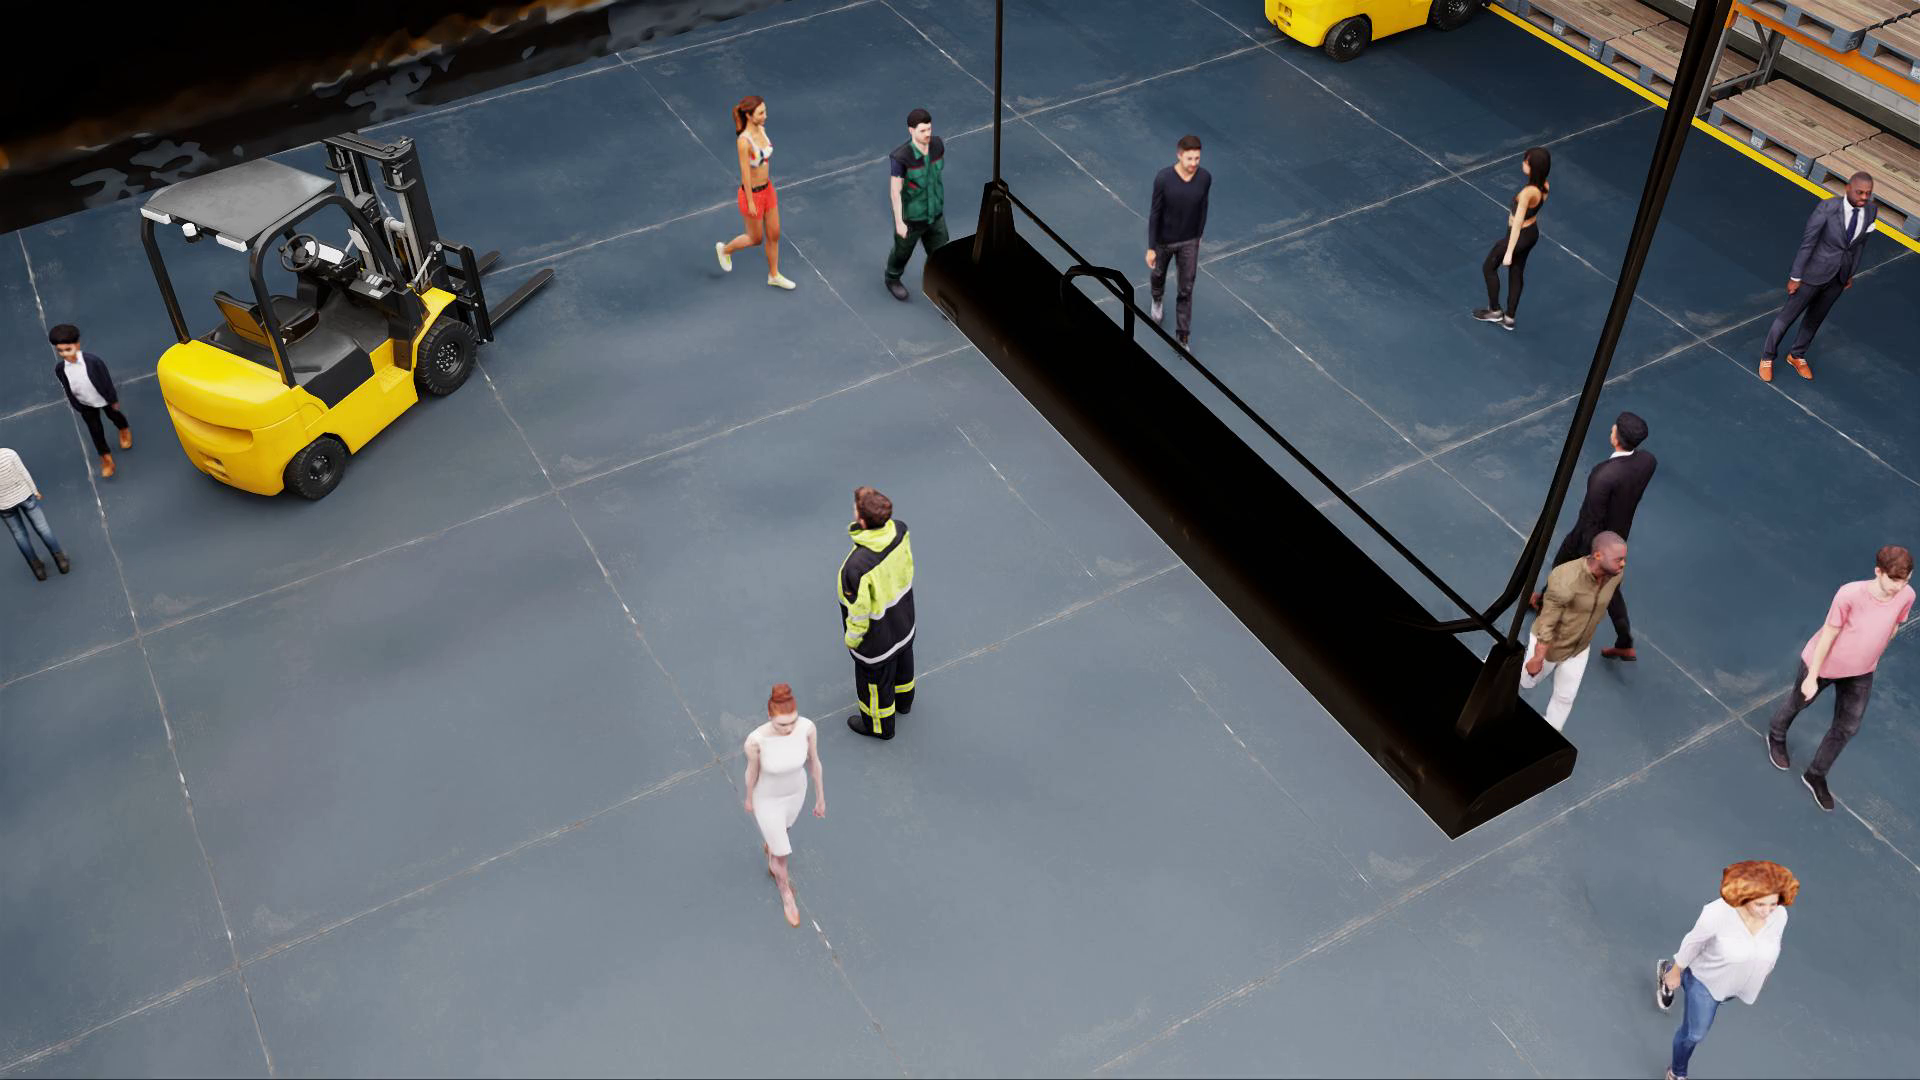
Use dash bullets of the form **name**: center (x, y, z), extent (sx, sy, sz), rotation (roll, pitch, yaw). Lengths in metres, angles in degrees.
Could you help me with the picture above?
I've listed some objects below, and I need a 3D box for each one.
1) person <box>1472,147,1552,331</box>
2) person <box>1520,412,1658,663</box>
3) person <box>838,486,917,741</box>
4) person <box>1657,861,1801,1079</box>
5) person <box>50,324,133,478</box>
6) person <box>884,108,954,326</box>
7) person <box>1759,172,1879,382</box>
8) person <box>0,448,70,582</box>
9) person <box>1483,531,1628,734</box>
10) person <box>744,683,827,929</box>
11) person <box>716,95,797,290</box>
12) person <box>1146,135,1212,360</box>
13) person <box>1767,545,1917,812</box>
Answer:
- **person**: center (4.588, -2.389, 13.459), extent (0.656, 1.631, 0.665), rotation (-34, 53, -31)
- **person**: center (4.221, 0.033, 10.766), extent (0.753, 1.841, 1.199), rotation (-18, 47, -18)
- **person**: center (-0.502, 0.449, 10.226), extent (0.854, 1.983, 0.869), rotation (22, 48, 21)
- **person**: center (3.915, 2.169, 8.636), extent (0.945, 1.686, 1.167), rotation (-2, 44, -2)
- **person**: center (-6.469, -1.120, 12.442), extent (0.643, 1.198, 0.878), rotation (-10, 45, -10)
- **person**: center (-0.396, -2.691, 13.614), extent (0.808, 1.856, 1.258), rotation (-27, 50, -26)
- **person**: center (6.734, -2.073, 12.989), extent (0.785, 1.824, 0.753), rotation (-4, 44, -4)
- **person**: center (-6.516, -0.261, 11.458), extent (0.460, 1.312, 0.469), rotation (-22, 48, -21)
- **person**: center (3.630, 0.581, 10.225), extent (0.838, 1.793, 1.159), rotation (-13, 45, -13)
- **person**: center (-1.029, 1.366, 9.418), extent (0.640, 1.770, 0.823), rotation (-16, 46, -16)
- **person**: center (-1.771, -2.883, 13.875), extent (1.033, 1.773, 0.900), rotation (17, 46, 17)
- **person**: center (1.704, -2.452, 13.390), extent (1.020, 1.819, 1.293), rotation (-3, 44, -3)
- **person**: center (5.262, 0.676, 10.022), extent (0.910, 1.935, 1.020), rotation (0, 44, 0)
